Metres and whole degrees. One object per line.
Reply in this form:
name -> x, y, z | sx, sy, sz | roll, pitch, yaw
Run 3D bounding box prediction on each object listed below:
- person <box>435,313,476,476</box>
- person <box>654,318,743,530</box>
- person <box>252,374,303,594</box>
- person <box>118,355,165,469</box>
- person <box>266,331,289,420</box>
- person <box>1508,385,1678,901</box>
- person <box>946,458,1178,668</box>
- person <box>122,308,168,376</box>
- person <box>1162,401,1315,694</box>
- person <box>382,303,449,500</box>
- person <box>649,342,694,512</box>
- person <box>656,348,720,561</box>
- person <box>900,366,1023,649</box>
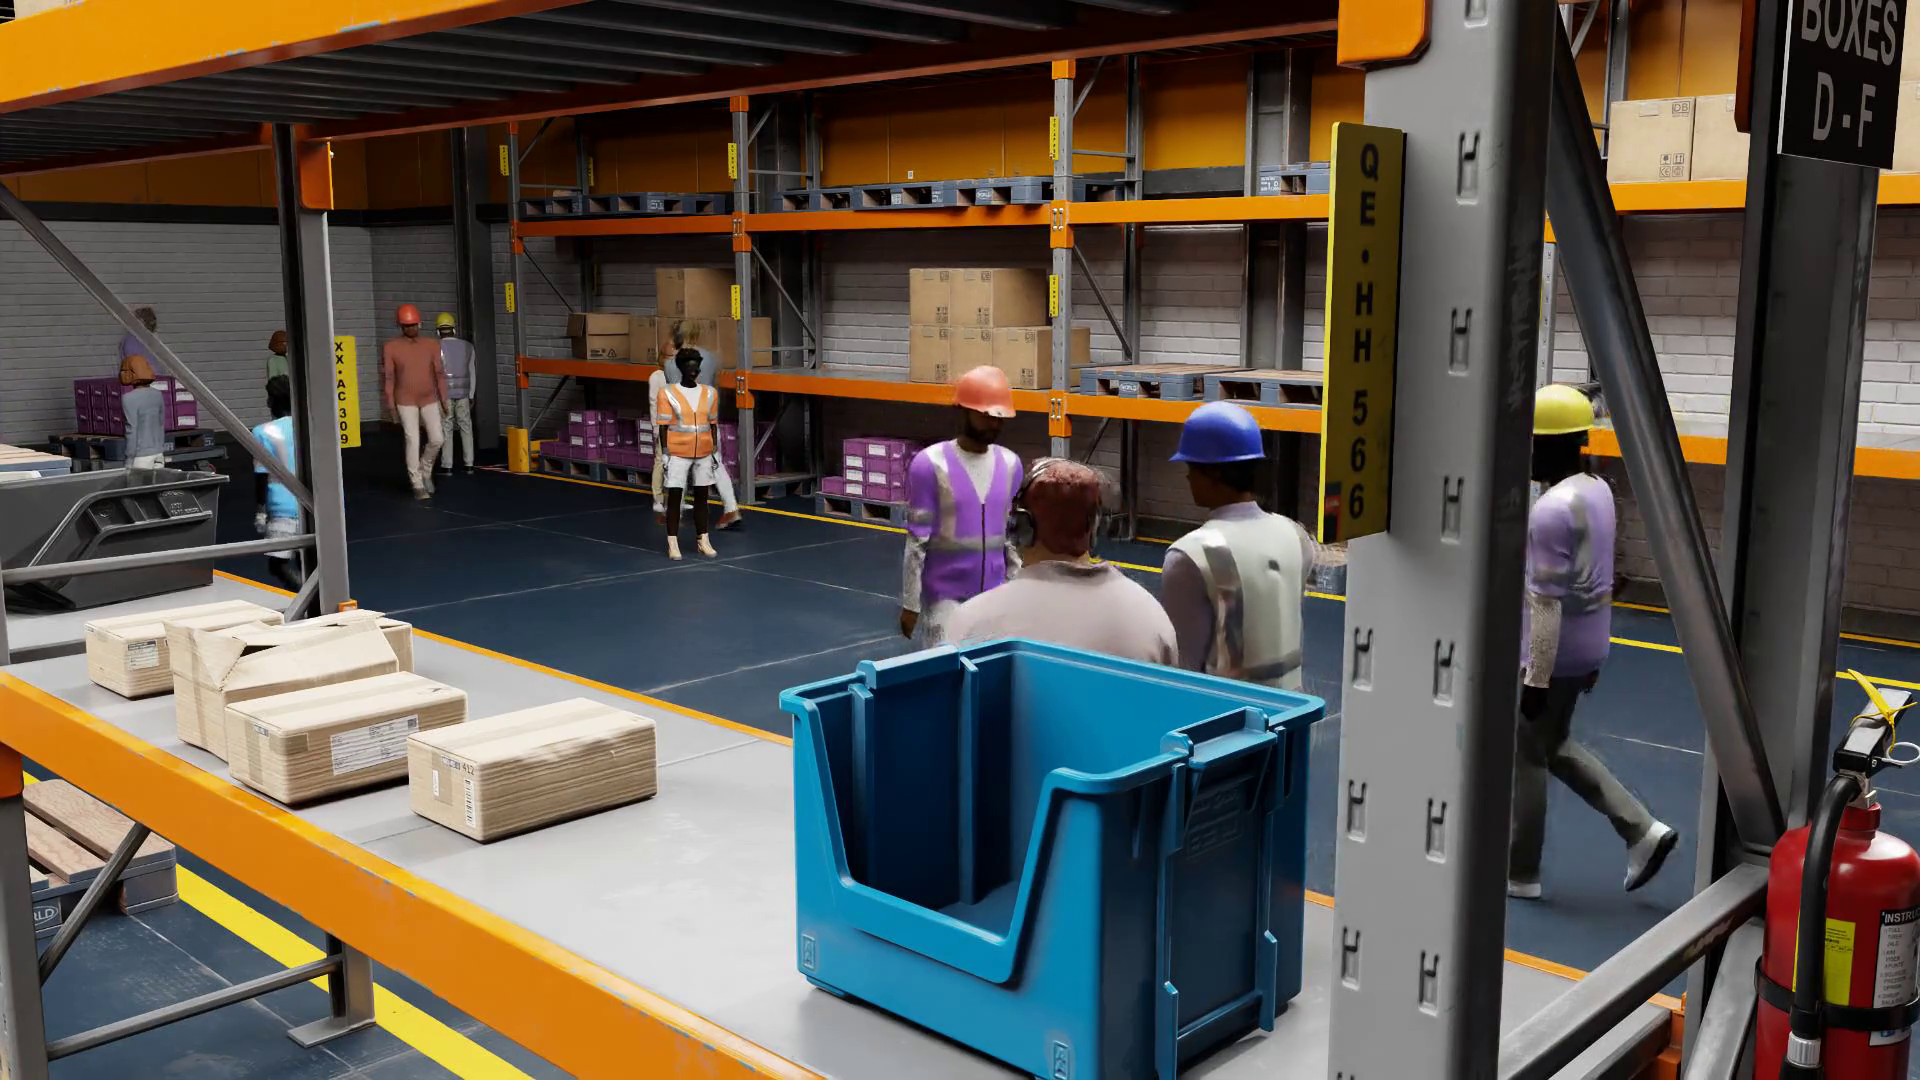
person -> -5.724, -1.632, 18.671 | 0.590, 1.827, 0.404 | -8, 12, -40
person -> -2.337, -1.017, 14.732 | 1.018, 1.896, 0.641 | 7, 12, 38
person -> -4.035, -0.180, 10.240 | 0.555, 1.669, 0.551 | 5, 10, 27
person -> -6.518, -0.657, 13.285 | 0.271, 1.632, 0.508 | 1, 9, 5
person -> -7.519, -1.508, 18.503 | 0.284, 1.634, 0.498 | 1, 9, 3
person -> 2.204, 0.400, 5.980 | 0.643, 1.910, 0.589 | 6, 11, 35
person -> 0.258, 0.742, 3.993 | 0.644, 1.871, 0.893 | -7, 12, -38
person -> -9.203, -1.667, 18.727 | 0.617, 1.892, 0.649 | 0, 9, 0
person -> 0.782, 0.560, 4.888 | 0.636, 1.936, 0.440 | -7, 12, -38
person -> -5.458, -1.384, 16.704 | 0.634, 1.971, 0.438 | -7, 11, -36
person -> -2.757, -1.076, 15.884 | 0.284, 1.626, 0.496 | 6, 11, 35
person -> -2.161, -0.687, 13.286 | 0.532, 1.694, 0.319 | -6, 11, -31
person -> 0.045, 0.226, 7.003 | 0.571, 1.913, 0.419 | -6, 11, -33
